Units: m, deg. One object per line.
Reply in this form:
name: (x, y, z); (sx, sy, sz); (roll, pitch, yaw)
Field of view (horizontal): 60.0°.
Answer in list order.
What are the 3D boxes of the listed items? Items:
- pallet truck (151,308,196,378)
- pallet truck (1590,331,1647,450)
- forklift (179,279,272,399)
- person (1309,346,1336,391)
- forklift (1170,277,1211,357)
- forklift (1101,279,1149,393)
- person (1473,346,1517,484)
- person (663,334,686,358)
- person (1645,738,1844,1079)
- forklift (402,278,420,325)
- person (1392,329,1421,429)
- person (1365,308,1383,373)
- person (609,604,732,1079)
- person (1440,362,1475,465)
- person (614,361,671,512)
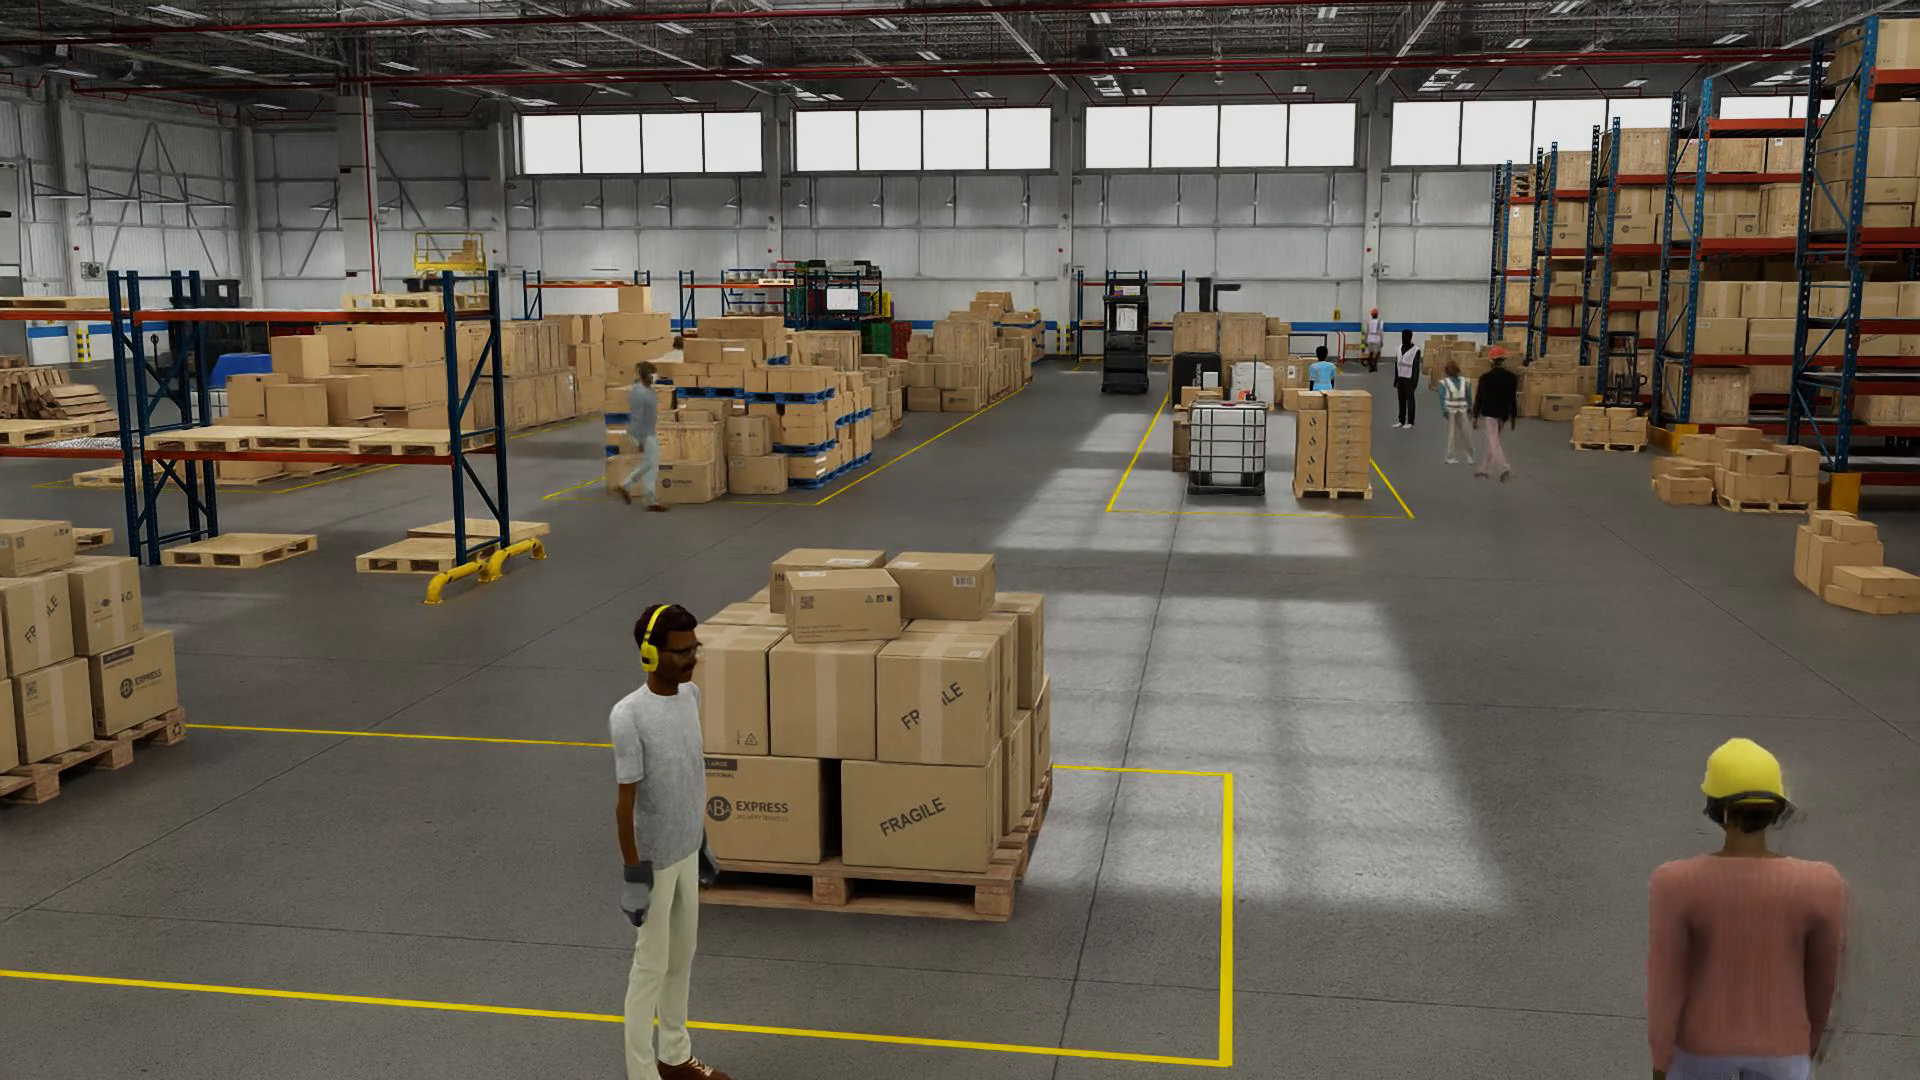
pallet truck: (-21.869, -5.598, 47.154); (0.823, 1.965, 1.885); (4, 10, 26)
pallet truck: (11.253, -2.573, 28.499); (0.823, 1.965, 1.885); (5, 10, 27)
forklift: (-17.026, -4.653, 38.612); (1.873, 2.768, 1.129); (2, 9, 11)
person: (6.440, -2.609, 29.643); (0.534, 1.698, 0.318); (-3, 10, -20)
forklift: (7.096, -6.253, 48.479); (1.873, 2.768, 1.129); (1, 9, 9)
forklift: (4.161, -5.129, 41.548); (1.129, 2.768, 1.873); (1, 9, 8)
person: (7.703, -1.796, 23.848); (0.625, 1.958, 0.995); (-3, 10, -18)
person: (-4.882, -2.627, 29.068); (0.626, 1.921, 0.527); (-1, 9, -6)
person: (2.215, 1.421, 4.728); (0.526, 1.723, 0.915); (3, 10, 16)
forklift: (-14.450, -5.540, 44.084); (1.873, 2.768, 1.129); (-3, 10, -19)
person: (8.605, -3.097, 32.010); (0.397, 1.911, 0.587); (-5, 11, -30)
person: (12.320, -5.931, 49.451); (0.568, 1.917, 0.445); (6, 11, 31)
person: (-1.038, 1.144, 5.977); (0.315, 1.866, 0.534); (4, 10, 22)
person: (7.830, -1.983, 26.059); (0.626, 1.607, 0.386); (0, 9, -1)
person: (-3.999, -1.293, 20.878); (0.650, 1.925, 0.627); (1, 9, 5)
